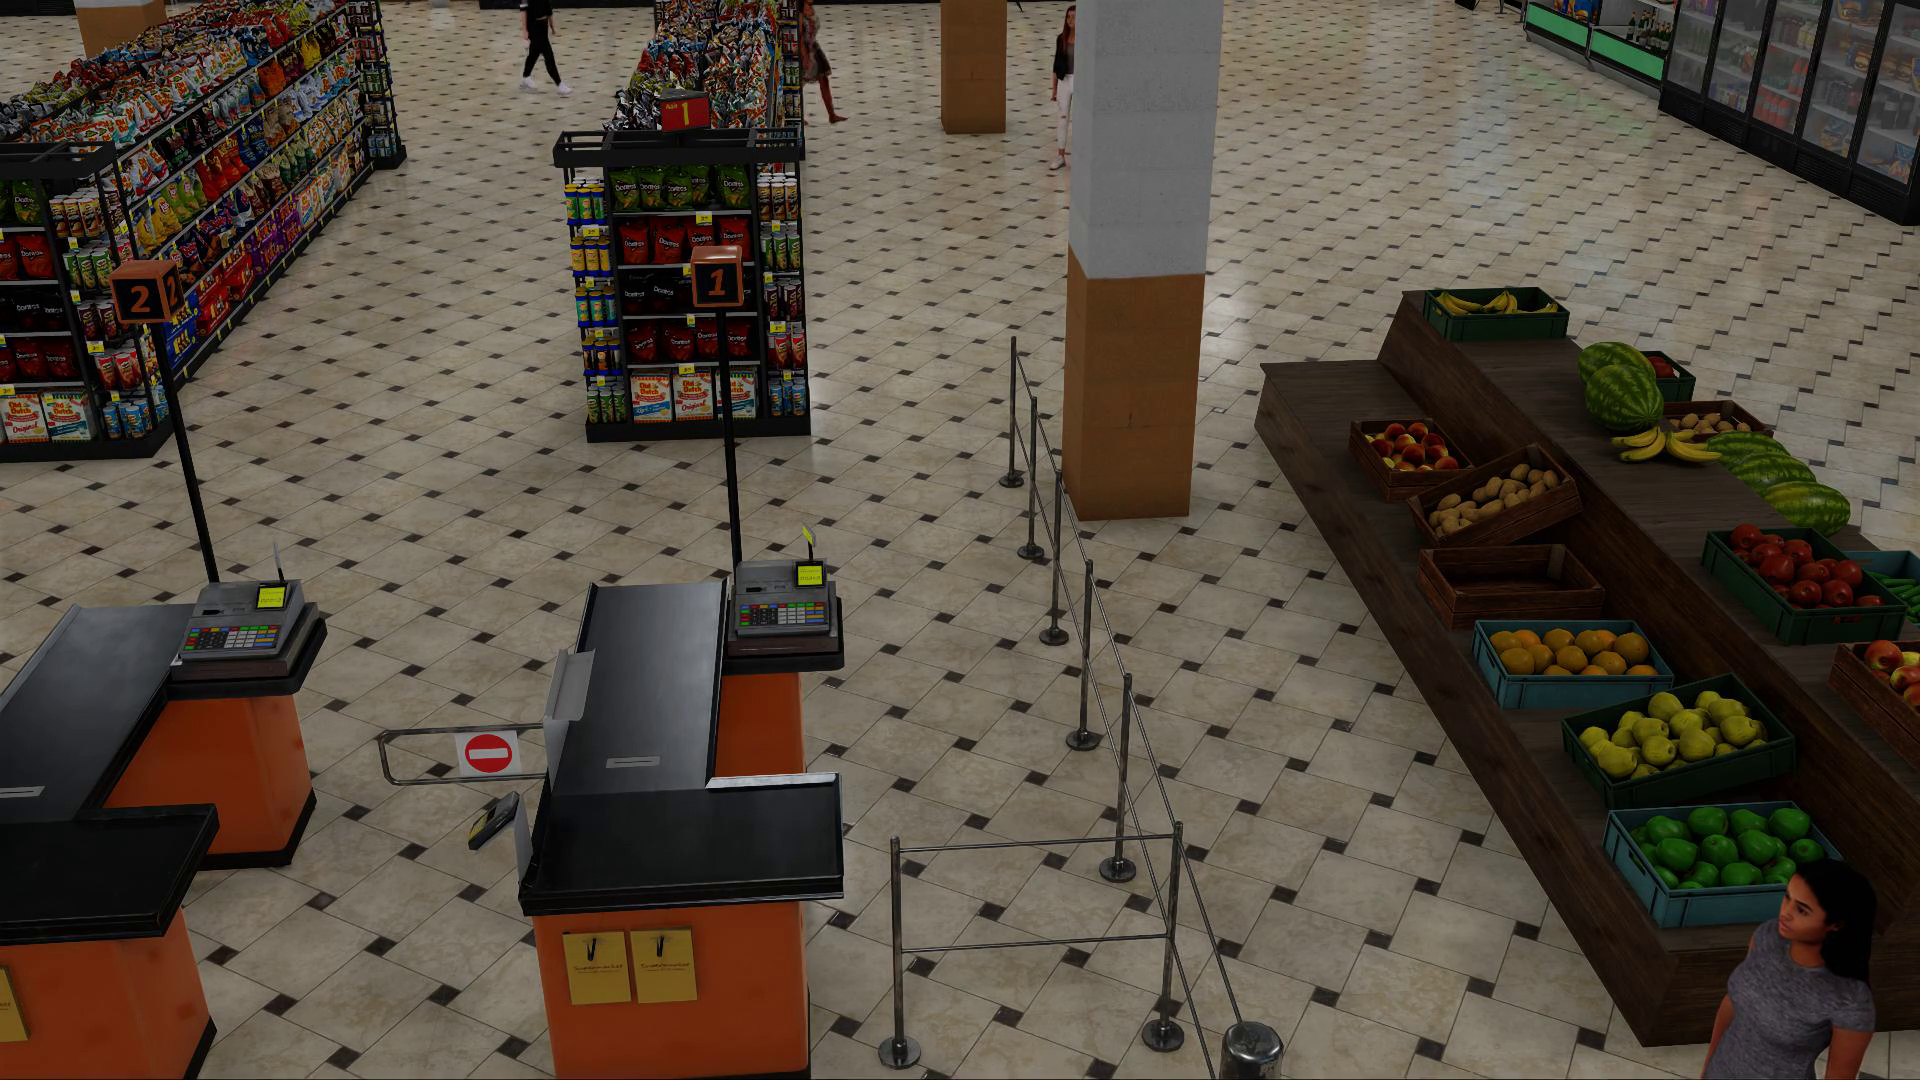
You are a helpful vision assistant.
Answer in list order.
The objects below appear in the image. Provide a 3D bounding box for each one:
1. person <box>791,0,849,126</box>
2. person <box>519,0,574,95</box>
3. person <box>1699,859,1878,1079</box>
[{"bbox_3d":[-1.861,-5.633,19.351,0.990,1.621,1.002,12,29,22],"label":"person"},{"bbox_3d":[-5.367,-6.424,20.941,1.060,1.593,1.104,15,31,27],"label":"person"},{"bbox_3d":[2.316,1.666,4.798,0.692,1.765,0.523,-8,28,-15],"label":"person"}]
